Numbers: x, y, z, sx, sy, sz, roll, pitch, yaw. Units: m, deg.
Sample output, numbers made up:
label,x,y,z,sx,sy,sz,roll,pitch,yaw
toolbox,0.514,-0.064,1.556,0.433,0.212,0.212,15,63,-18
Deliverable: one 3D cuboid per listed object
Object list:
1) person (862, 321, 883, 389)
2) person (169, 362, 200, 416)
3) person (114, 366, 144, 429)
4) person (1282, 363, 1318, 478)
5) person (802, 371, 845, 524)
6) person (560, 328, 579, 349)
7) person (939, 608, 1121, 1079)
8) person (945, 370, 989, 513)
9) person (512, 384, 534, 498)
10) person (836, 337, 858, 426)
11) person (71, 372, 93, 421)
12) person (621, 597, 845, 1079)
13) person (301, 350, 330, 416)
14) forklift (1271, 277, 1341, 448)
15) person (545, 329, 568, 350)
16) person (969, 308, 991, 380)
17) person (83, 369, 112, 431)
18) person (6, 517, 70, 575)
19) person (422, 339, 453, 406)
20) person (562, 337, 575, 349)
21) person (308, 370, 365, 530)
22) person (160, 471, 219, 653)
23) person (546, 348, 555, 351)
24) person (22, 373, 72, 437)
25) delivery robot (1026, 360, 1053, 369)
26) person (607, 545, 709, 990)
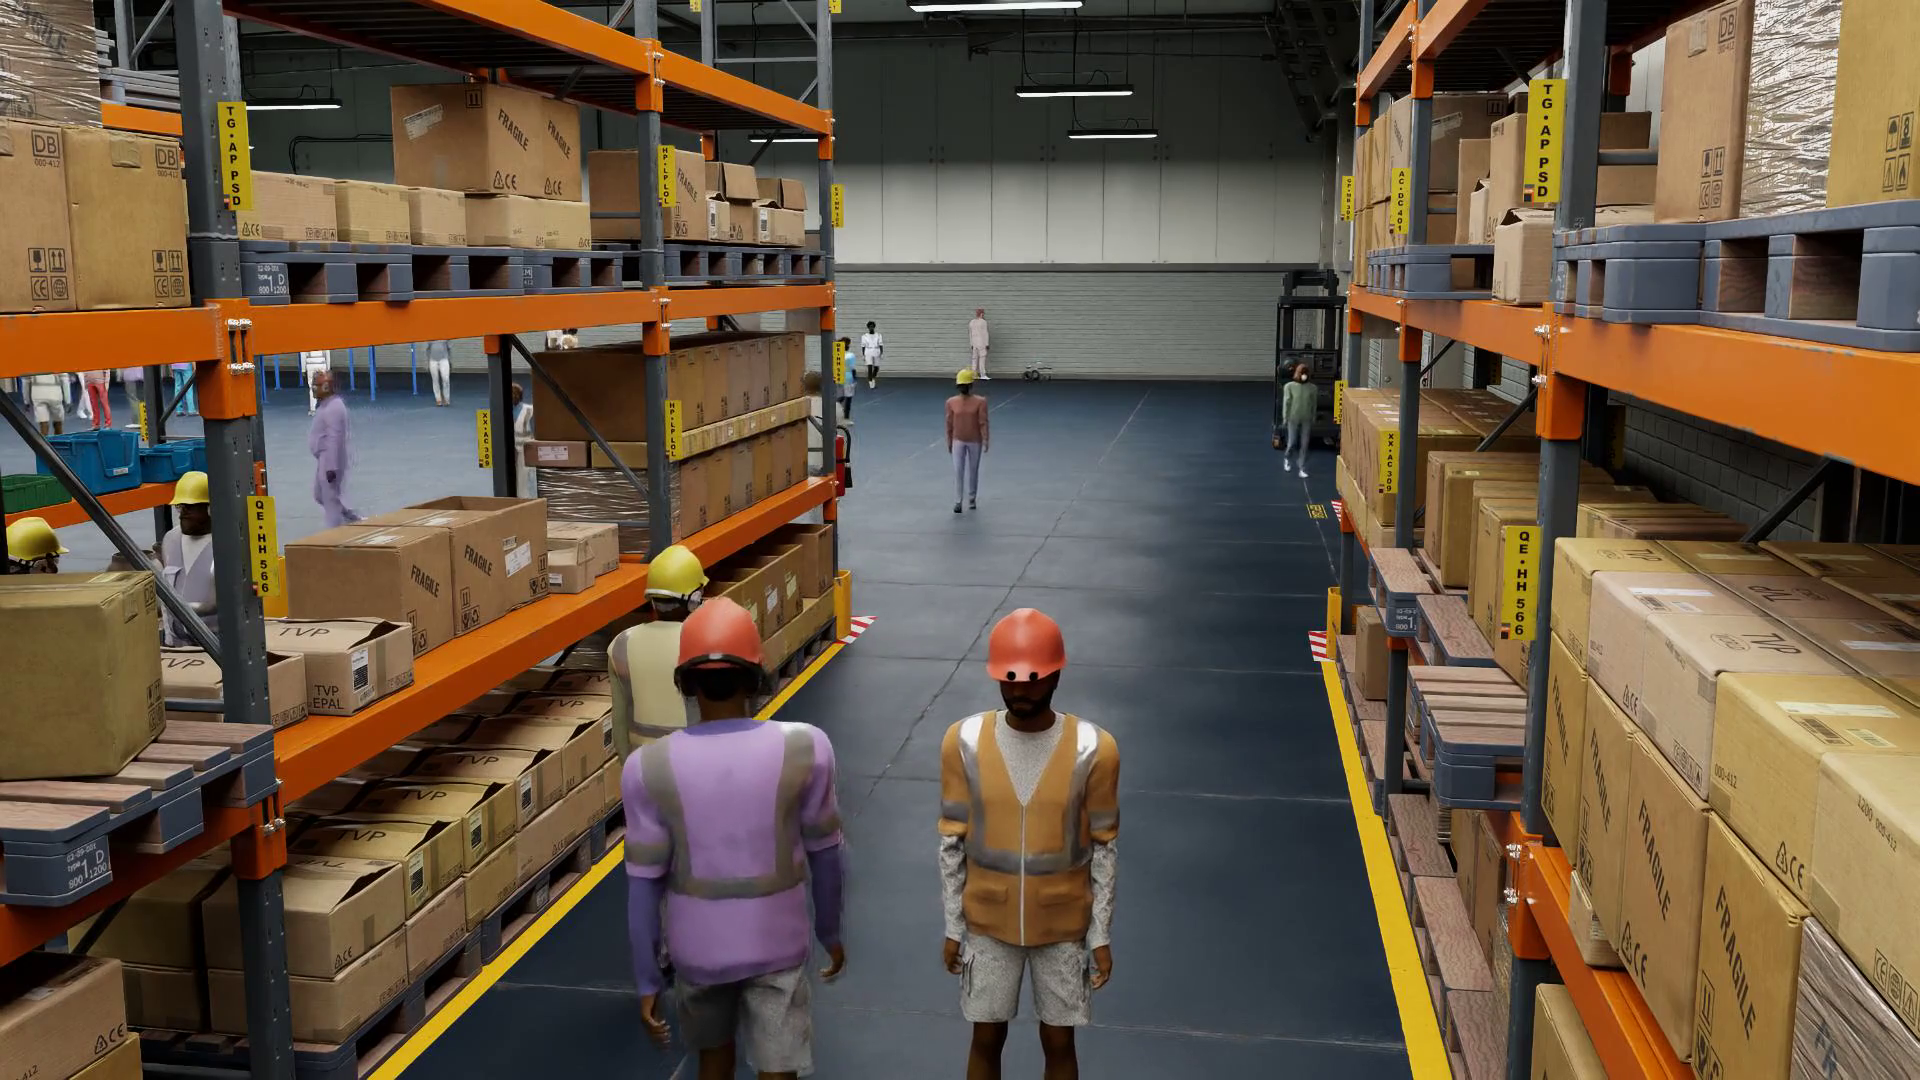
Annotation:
label,x,y,z,sx,sy,sz,roll,pitch,yaw
person,-2.196,-4.611,41.369,0.538,1.677,0.619,-3,10,-16
person,-15.648,-3.415,33.479,0.568,1.845,0.386,1,9,8
person,-15.411,-3.021,30.891,0.419,1.899,0.582,2,9,11
person,4.815,-1.707,23.632,0.518,1.618,0.422,-1,9,-7
person,-1.499,-0.745,16.775,0.665,1.919,0.551,-3,10,-17
person,-8.151,-3.627,34.555,0.568,1.920,0.609,8,12,41
person,0.205,1.152,5.028,0.547,1.938,0.379,1,9,8
person,0.083,-1.203,20.223,0.533,1.719,0.903,1,9,3
person,-5.265,-1.060,19.746,0.534,1.589,0.901,-1,9,-4
person,-2.181,-2.980,31.298,0.541,1.689,0.398,7,12,37
person,-17.261,-3.288,32.775,0.979,1.834,0.503,6,11,32
person,-0.634,1.171,4.728,0.626,2.014,0.971,-1,9,-6
person,-13.059,-3.472,33.719,0.572,1.883,0.354,-6,11,-34
forklift,5.847,-3.016,27.970,1.129,2.768,1.873,1,9,9
person,-9.567,-4.453,39.411,0.536,2.000,0.676,3,10,21
person,0.552,-5.247,44.589,0.406,1.911,0.638,-9,13,-44
person,-15.695,-2.845,30.211,0.535,1.767,0.316,2,10,15
person,-4.123,0.806,7.485,0.600,1.831,0.404,3,10,20
person,-11.235,-3.829,35.823,0.643,1.906,0.838,-3,10,-18
person,-7.812,-3.279,33.369,0.498,1.601,0.689,1,9,4
person,-6.533,-0.822,17.328,0.485,1.892,0.669,-4,10,-22
person,-4.154,0.529,9.192,0.588,1.835,0.404,2,9,14
person,-6.573,-2.250,26.842,0.538,1.670,0.739,1,9,5
person,-13.778,-2.131,25.102,0.637,1.988,1.026,-5,10,-26
delivery robot,2.110,-4.666,44.206,0.698,0.223,0.335,5,10,27
person,-1.108,0.930,6.710,0.586,1.837,0.403,4,10,21
